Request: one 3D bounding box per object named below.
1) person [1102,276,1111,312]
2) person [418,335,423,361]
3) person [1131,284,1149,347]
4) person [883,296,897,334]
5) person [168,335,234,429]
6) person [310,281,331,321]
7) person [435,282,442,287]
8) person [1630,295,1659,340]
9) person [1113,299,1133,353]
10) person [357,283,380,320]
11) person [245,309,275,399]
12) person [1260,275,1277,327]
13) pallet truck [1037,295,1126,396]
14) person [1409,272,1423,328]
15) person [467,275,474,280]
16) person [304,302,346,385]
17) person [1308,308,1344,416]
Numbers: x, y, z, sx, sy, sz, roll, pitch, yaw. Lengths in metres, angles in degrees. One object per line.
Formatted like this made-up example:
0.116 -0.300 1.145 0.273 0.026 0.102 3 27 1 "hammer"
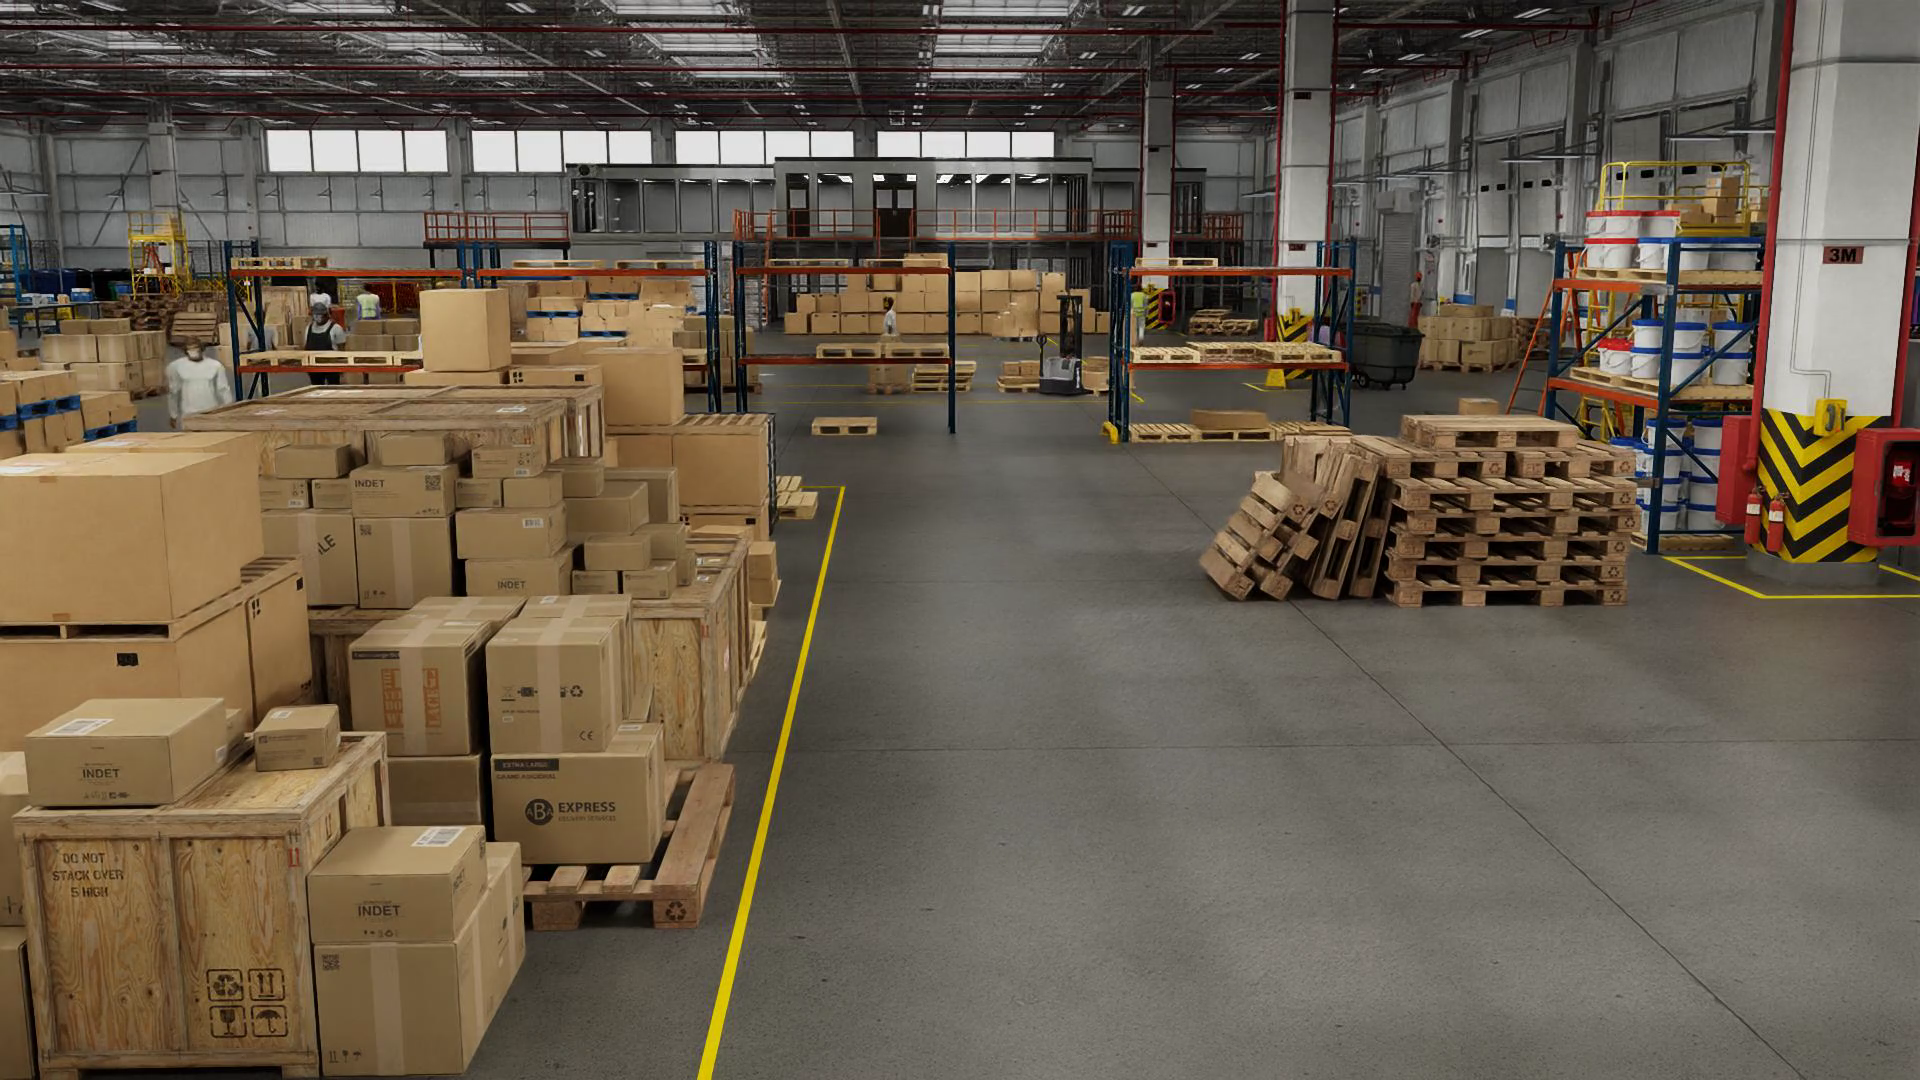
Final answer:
6.259 -10.591 70.758 0.342 1.882 0.587 -3 11 -15 "person"
-8.329 -2.652 26.527 0.584 1.882 0.337 2 10 11 "person"
5.148 -6.518 48.246 0.647 1.820 0.648 1 10 6 "person"
-1.506 -4.283 35.661 0.309 1.868 0.534 2 10 9 "person"
-9.153 -1.522 20.145 0.754 1.909 0.615 -7 13 -36 "person"
-17.872 -6.274 46.509 0.642 1.950 0.476 1 10 5 "person"
-17.116 -7.675 54.998 0.522 1.720 0.938 3 10 14 "person"
15.441 -4.588 37.283 0.620 1.884 0.914 -3 10 -14 "person"
3.394 -4.143 34.687 0.366 1.938 0.630 9 13 40 "person"
-16.455 -6.210 46.325 0.595 1.899 0.713 -3 11 -18 "person"
-12.525 -3.219 29.779 0.548 1.852 0.390 -8 13 -37 "person"
10.855 -8.408 58.590 0.988 1.882 0.568 7 12 34 "person"
2.483 -3.881 33.060 1.885 1.965 0.823 -7 13 -36 "pallet truck"
15.596 -8.135 56.767 0.621 1.992 0.397 -9 14 -41 "person"
-20.315 -10.215 68.774 0.508 1.846 0.345 -2 10 -11 "person"
-10.673 -2.969 27.861 0.688 2.000 0.536 1 10 6 "person"
6.450 -3.109 29.083 0.982 1.872 0.608 -9 13 -41 "person"
